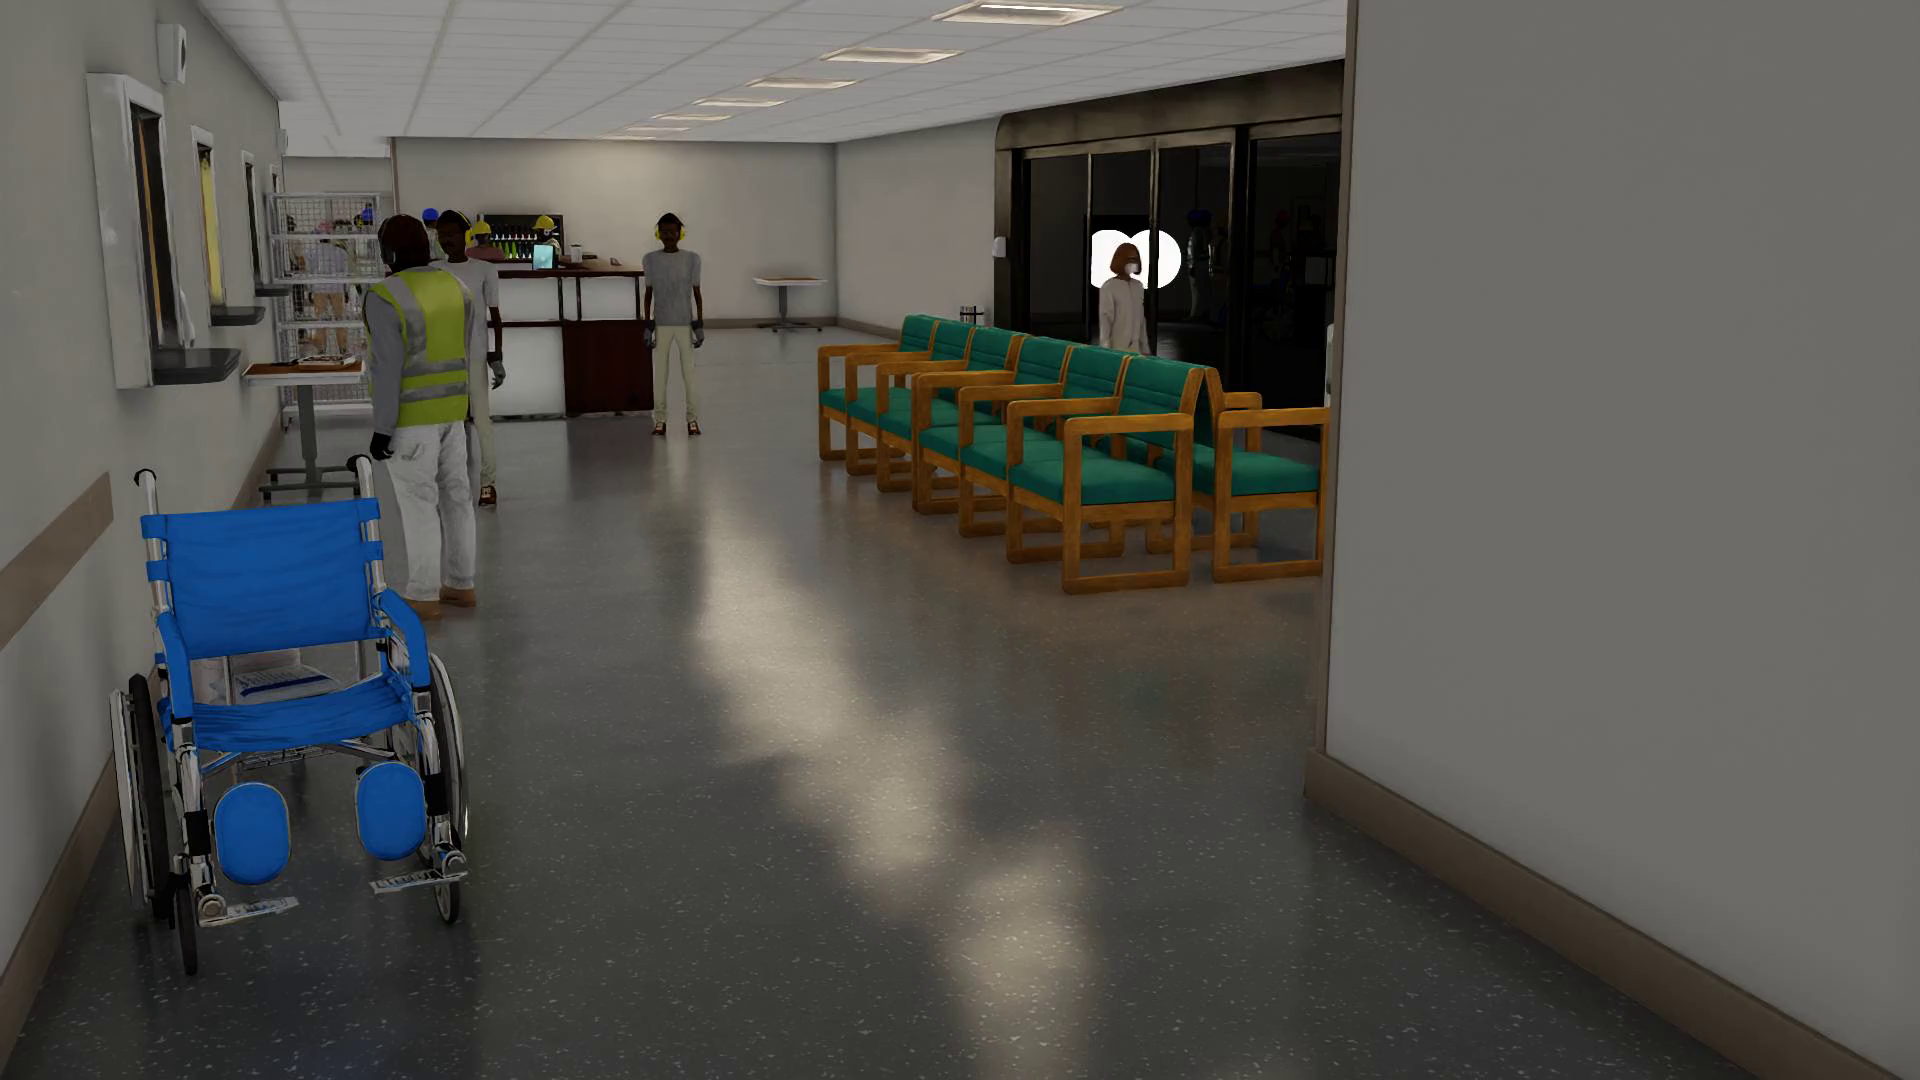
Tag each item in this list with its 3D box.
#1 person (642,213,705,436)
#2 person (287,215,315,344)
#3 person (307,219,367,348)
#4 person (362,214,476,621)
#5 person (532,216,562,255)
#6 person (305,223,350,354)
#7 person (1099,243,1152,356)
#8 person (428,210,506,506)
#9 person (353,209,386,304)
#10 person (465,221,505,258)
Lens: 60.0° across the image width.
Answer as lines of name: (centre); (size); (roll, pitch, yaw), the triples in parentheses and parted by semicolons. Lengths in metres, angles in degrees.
person: (-2.395, -1.791, 13.922); (0.506, 1.861, 0.329); (-1, 11, -3)
person: (-9.622, -3.740, 23.931); (0.504, 1.847, 0.344); (2, 11, 11)
person: (-8.657, -3.566, 23.174); (0.964, 1.808, 0.616); (-4, 12, -21)
person: (-2.472, -0.550, 7.593); (0.430, 1.841, 0.624); (5, 12, 23)
person: (-5.449, -3.351, 21.977); (0.404, 1.833, 0.587); (-5, 12, -23)
person: (-8.442, -3.353, 22.226); (0.559, 1.743, 0.359); (-5, 12, -26)
person: (1.273, -1.462, 12.803); (0.325, 1.631, 0.528); (9, 14, 40)
person: (-3.150, -1.139, 10.529); (0.536, 1.869, 0.312); (0, 11, 2)
person: (-9.118, -4.149, 25.770); (0.614, 1.945, 0.402); (6, 13, 29)
person: (-6.022, -3.152, 21.126); (0.524, 1.769, 0.325); (0, 11, 1)
